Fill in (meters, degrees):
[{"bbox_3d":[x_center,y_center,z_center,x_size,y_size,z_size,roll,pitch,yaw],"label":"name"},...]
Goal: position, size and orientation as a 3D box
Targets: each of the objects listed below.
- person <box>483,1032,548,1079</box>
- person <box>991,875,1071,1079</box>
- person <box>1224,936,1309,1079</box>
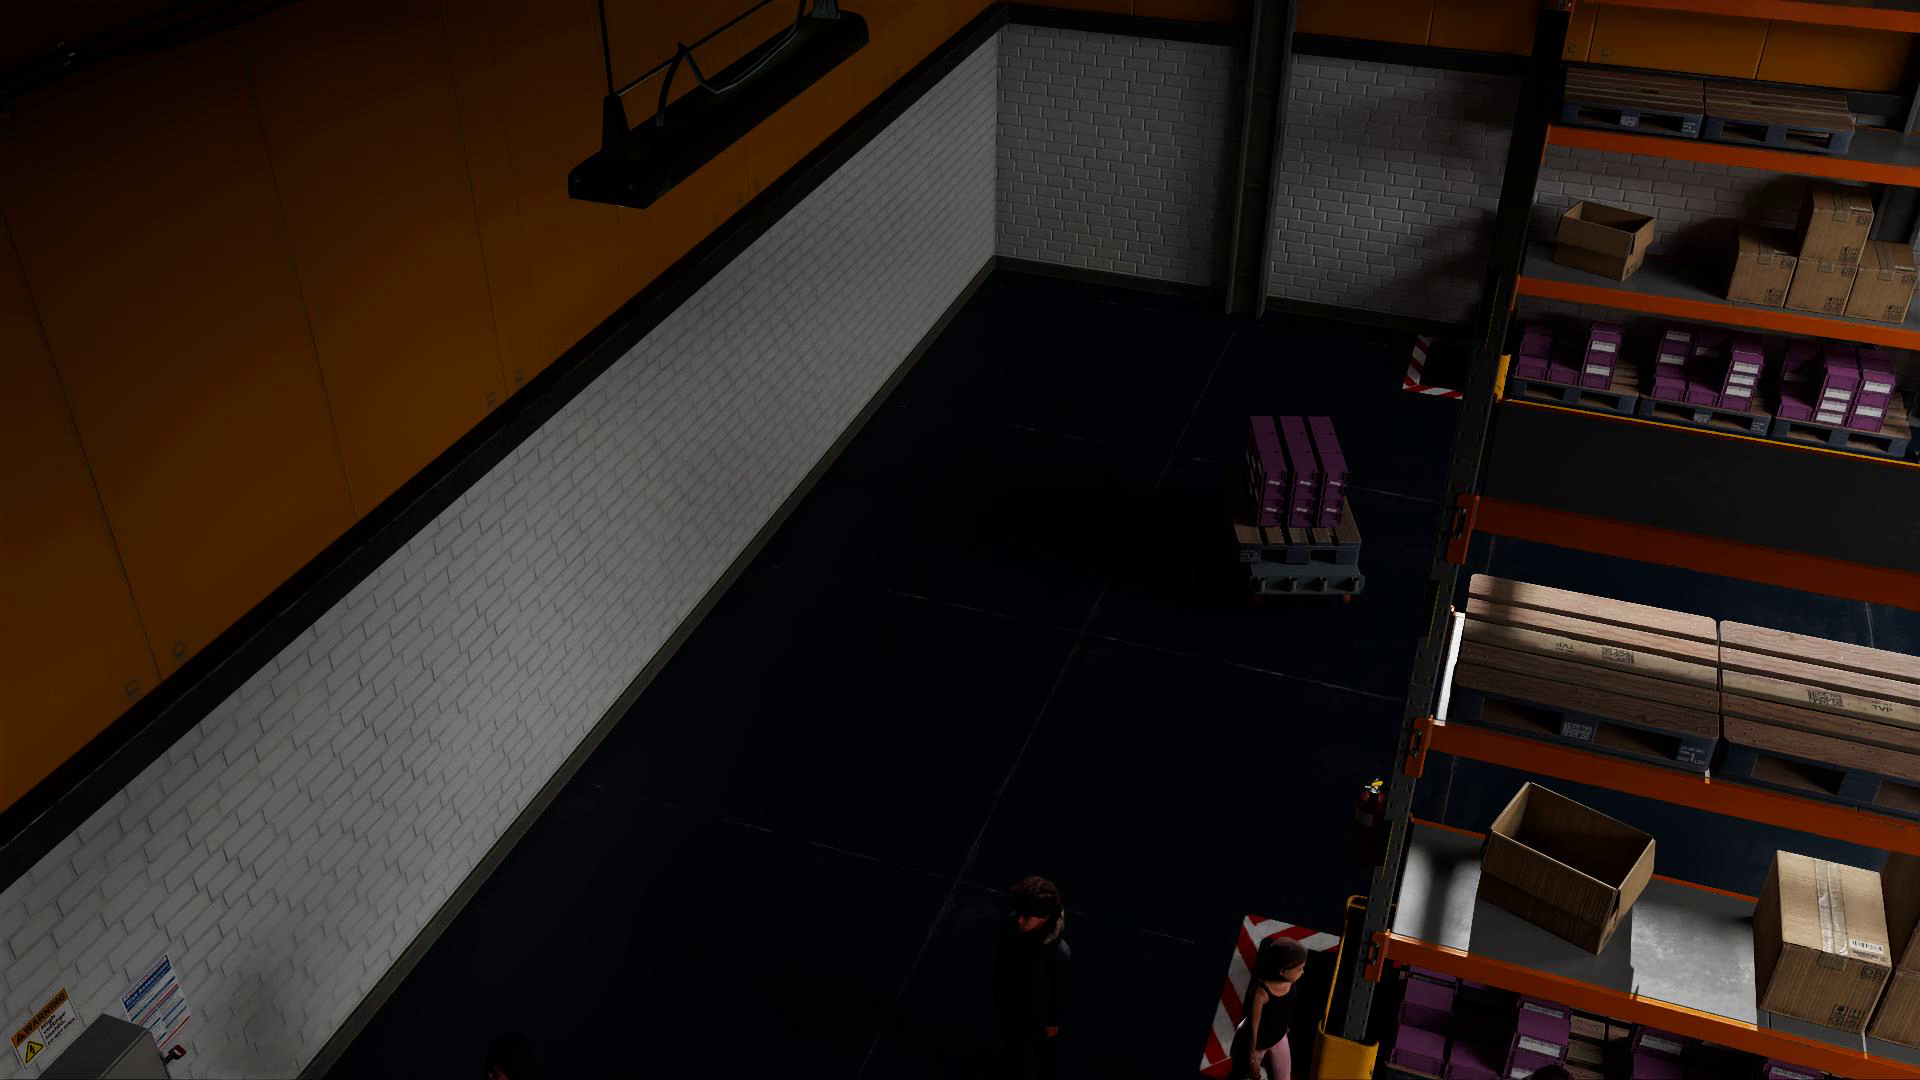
[{"bbox_3d":[-2.090,3.064,8.450,1.199,1.683,0.910,23,40,30],"label":"person"},{"bbox_3d":[0.384,2.530,9.165,0.644,1.781,0.757,23,40,31],"label":"person"},{"bbox_3d":[1.609,2.704,9.133,0.881,1.526,1.002,-20,39,-27],"label":"person"}]
